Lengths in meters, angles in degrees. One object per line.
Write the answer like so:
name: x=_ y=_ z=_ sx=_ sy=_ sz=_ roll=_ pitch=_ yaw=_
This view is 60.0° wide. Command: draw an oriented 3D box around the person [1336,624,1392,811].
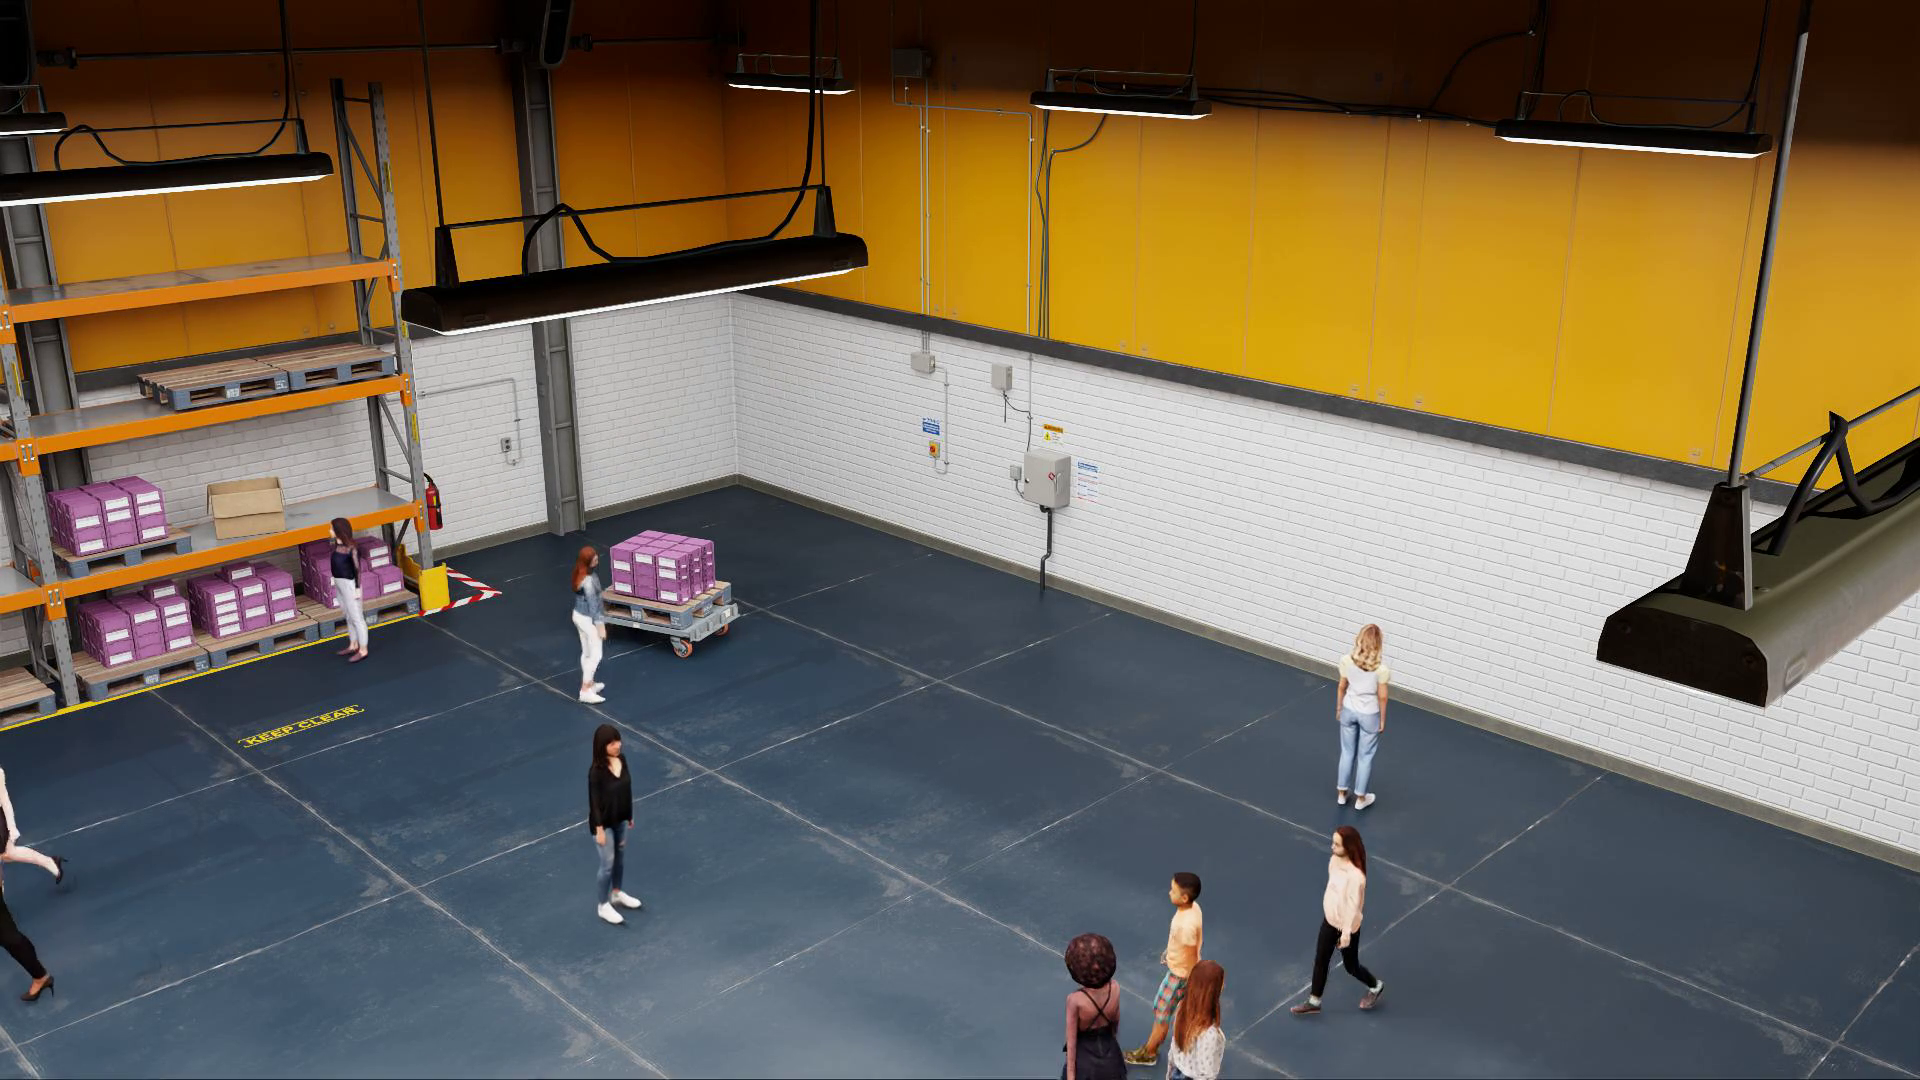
person: x=3.551 y=1.555 z=14.713 sx=0.671 sy=1.723 sz=0.619 roll=11 pitch=22 yaw=30

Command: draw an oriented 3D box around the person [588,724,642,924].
person: x=-2.736 y=2.175 z=13.001 sx=0.675 sy=1.641 sz=0.547 roll=9 pitch=21 yaw=25

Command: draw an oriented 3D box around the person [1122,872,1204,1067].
person: x=1.575 y=2.893 z=11.182 sx=0.874 sy=1.441 sz=0.865 roll=3 pitch=19 yaw=8

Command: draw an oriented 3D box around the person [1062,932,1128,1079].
person: x=0.845 y=3.188 z=9.812 sx=1.103 sy=1.756 sz=0.880 roll=-8 pitch=20 yaw=-23

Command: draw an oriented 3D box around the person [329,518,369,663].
person: x=-6.612 y=0.527 z=17.947 sx=0.507 sy=1.607 sz=0.596 roll=-17 pitch=25 yaw=-41

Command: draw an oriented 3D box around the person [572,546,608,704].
person: x=-3.805 y=0.825 z=16.963 sx=0.724 sy=1.671 sz=0.679 roll=17 pitch=25 yaw=42

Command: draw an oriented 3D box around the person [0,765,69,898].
person: x=-7.432 y=2.202 z=12.948 sx=0.791 sy=1.623 sz=1.082 roll=8 pitch=20 yaw=22

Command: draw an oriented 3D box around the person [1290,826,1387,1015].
person: x=2.753 y=2.699 z=11.723 sx=1.027 sy=1.464 sz=0.818 roll=-7 pitch=20 yaw=-20

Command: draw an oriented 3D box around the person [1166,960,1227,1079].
person: x=1.268 y=3.253 z=9.711 sx=1.121 sy=1.697 sz=0.959 roll=-3 pitch=19 yaw=-8
